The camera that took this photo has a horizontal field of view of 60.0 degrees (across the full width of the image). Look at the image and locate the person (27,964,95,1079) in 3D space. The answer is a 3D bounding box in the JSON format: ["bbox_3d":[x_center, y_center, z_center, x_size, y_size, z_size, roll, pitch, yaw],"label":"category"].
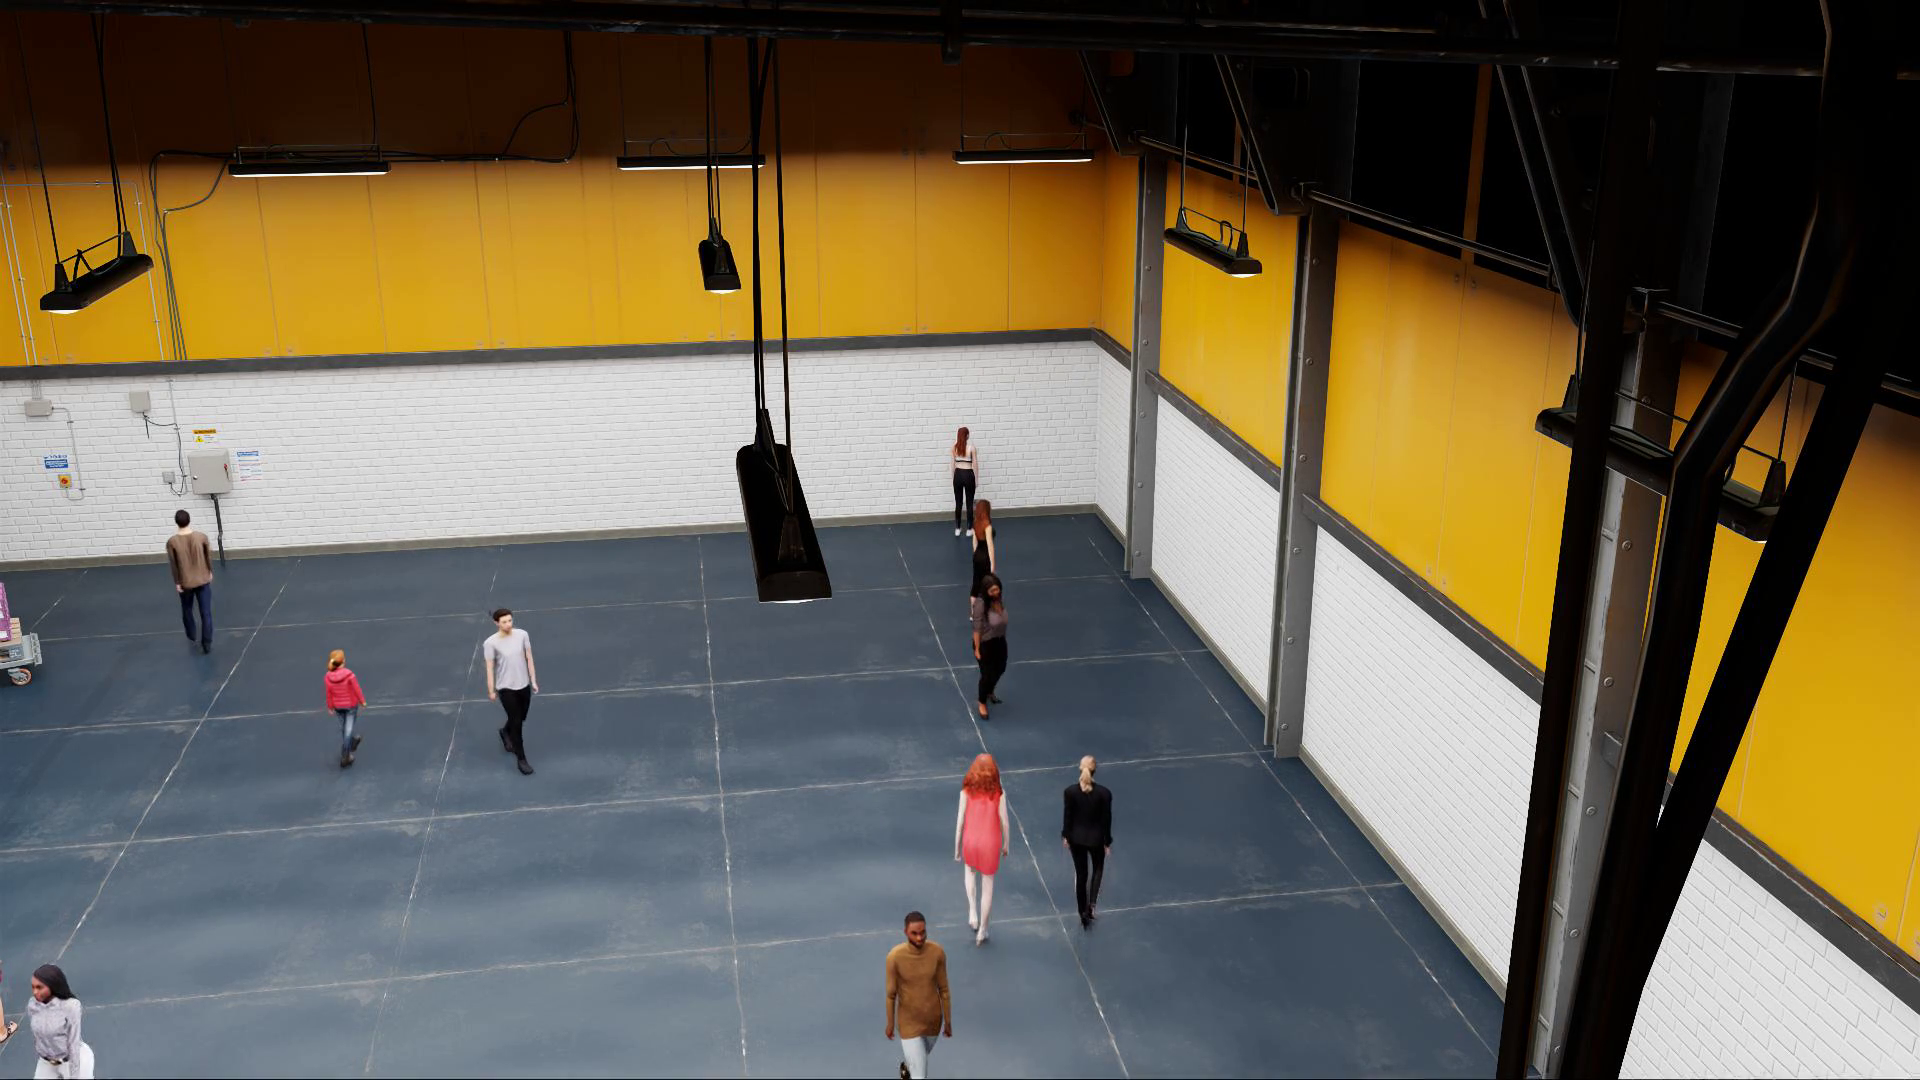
[{"bbox_3d":[-6.393,3.782,12.021,0.794,1.703,0.999,3,19,9],"label":"person"}]

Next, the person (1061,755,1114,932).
[{"bbox_3d":[1.142,2.775,15.019,0.705,1.698,0.675,3,19,10],"label":"person"}]

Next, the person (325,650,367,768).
[{"bbox_3d":[-6.803,1.868,18.352,0.687,1.290,0.915,3,19,8],"label":"person"}]

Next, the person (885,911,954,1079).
[{"bbox_3d":[-0.332,3.574,12.516,0.783,1.781,1.201,-7,20,-19],"label":"person"}]

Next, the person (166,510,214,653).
[{"bbox_3d":[-9.829,0.552,21.368,0.856,1.858,1.086,-9,21,-26],"label":"person"}]

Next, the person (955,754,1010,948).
[{"bbox_3d":[0.188,2.792,14.794,0.717,1.809,0.757,1,19,4],"label":"person"}]

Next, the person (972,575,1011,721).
[{"bbox_3d":[0.320,1.242,19.409,0.975,1.801,0.936,13,22,33],"label":"person"}]

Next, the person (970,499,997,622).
[{"bbox_3d":[0.301,0.281,22.382,0.700,1.725,0.560,-10,21,-28],"label":"person"}]

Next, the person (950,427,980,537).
[{"bbox_3d":[0.065,-0.919,25.920,0.662,1.742,0.658,5,19,14],"label":"person"}]

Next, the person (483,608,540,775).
[{"bbox_3d":[-4.941,1.600,18.294,1.038,1.835,1.241,-15,24,-38],"label":"person"}]
